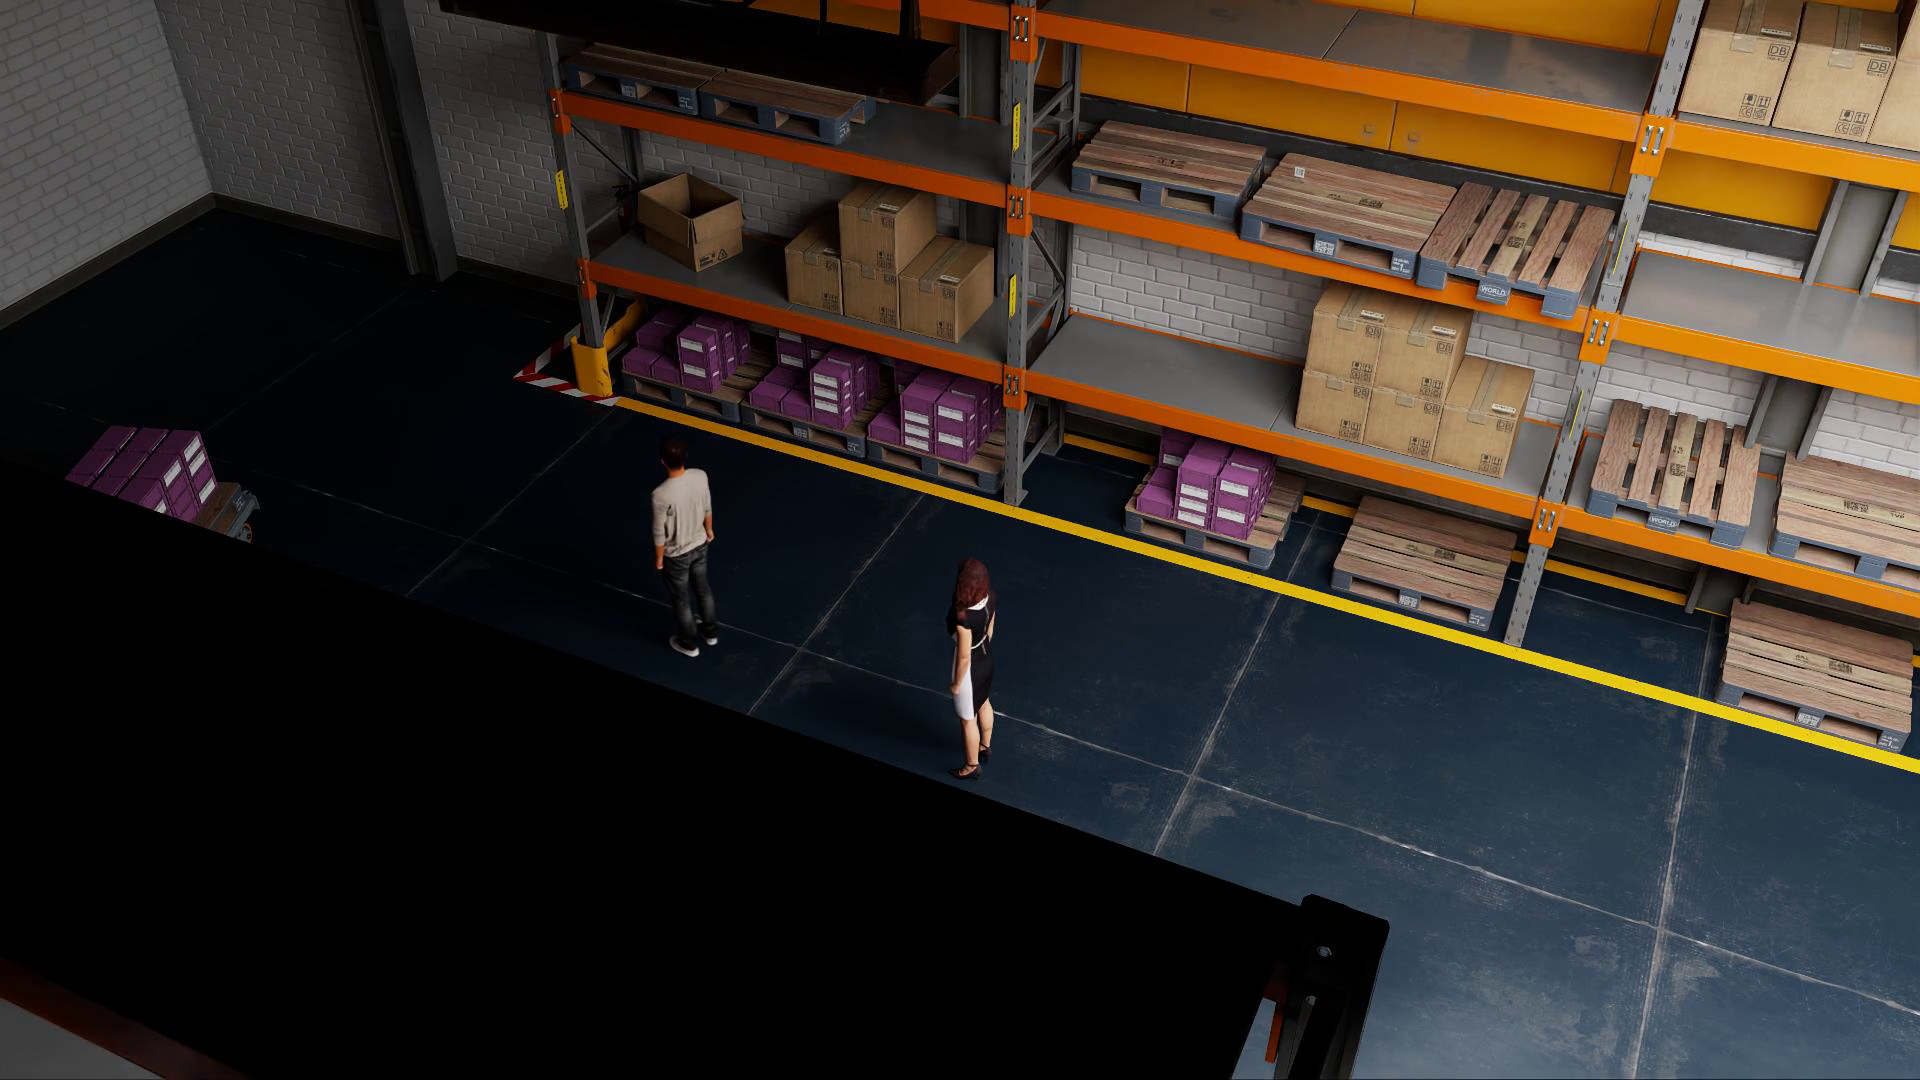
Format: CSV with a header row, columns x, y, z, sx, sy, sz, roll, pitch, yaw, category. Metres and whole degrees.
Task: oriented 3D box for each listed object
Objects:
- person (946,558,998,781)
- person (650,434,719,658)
x,y,z,sx,sy,sz,roll,pitch,yaw,category
0.084,0.833,10.642,0.496,1.796,0.592,19,43,23,person
-1.913,0.052,11.613,0.650,1.804,0.712,30,48,32,person
